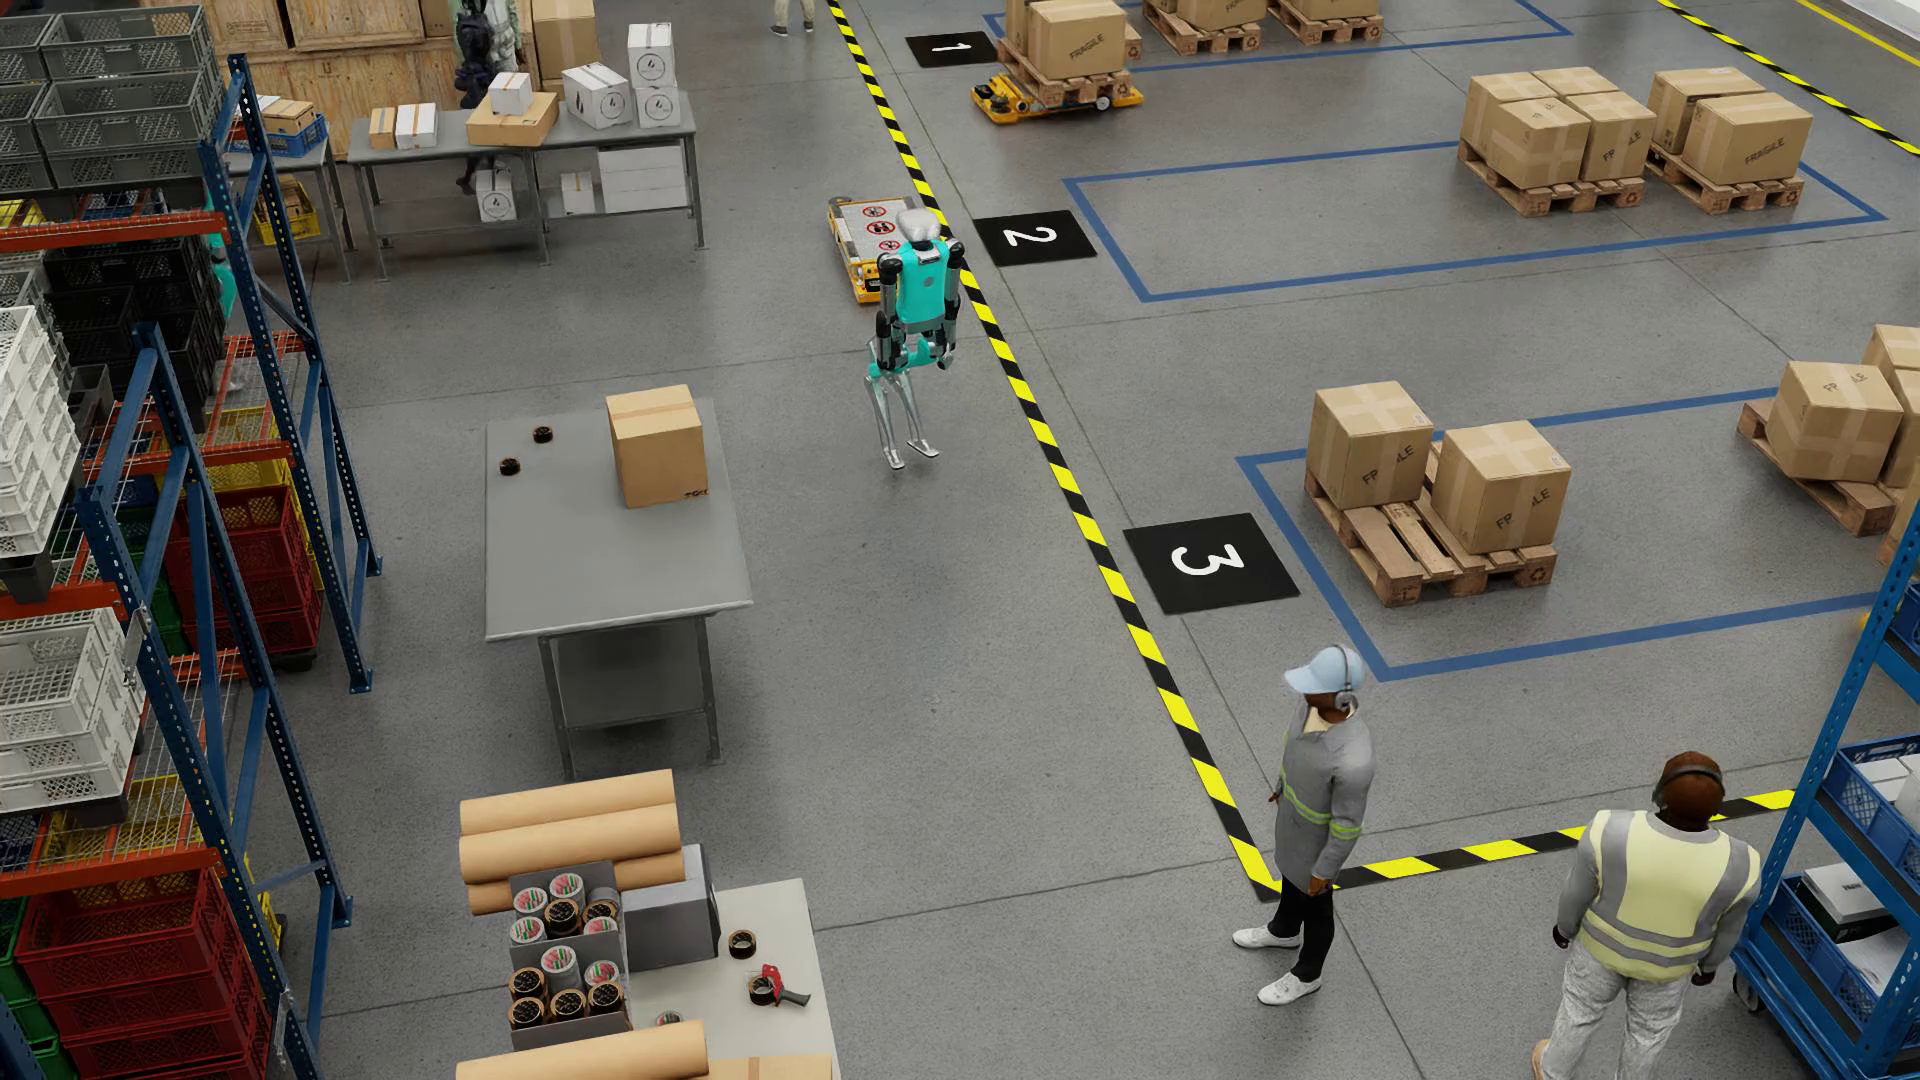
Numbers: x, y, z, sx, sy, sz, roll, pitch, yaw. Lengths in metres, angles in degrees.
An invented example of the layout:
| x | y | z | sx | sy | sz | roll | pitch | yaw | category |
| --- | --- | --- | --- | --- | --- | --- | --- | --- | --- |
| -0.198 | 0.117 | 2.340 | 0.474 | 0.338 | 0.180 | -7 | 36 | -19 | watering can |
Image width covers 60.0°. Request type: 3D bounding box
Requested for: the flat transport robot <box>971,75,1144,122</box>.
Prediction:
| x | y | z | sx | sy | sz | roll | pitch | yaw | category |
| --- | --- | --- | --- | --- | --- | --- | --- | --- | --- |
| 0.875 | -4.056 | 14.982 | 1.431 | 0.197 | 0.652 | -11 | 38 | -15 | flat transport robot |

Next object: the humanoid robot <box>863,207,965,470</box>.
| x | y | z | sx | sy | sz | roll | pitch | yaw | category |
| --- | --- | --- | --- | --- | --- | --- | --- | --- | --- |
| -0.344 | -1.243 | 9.886 | 0.533 | 1.672 | 0.735 | -19 | 41 | -23 | humanoid robot |

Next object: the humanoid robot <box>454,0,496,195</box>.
| x | y | z | sx | sy | sz | roll | pitch | yaw | category |
| --- | --- | --- | --- | --- | --- | --- | --- | --- | --- |
| -3.869 | -3.571 | 13.177 | 0.465 | 1.647 | 0.603 | 2 | 37 | 2 | humanoid robot |

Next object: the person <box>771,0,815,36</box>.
| x | y | z | sx | sy | sz | roll | pitch | yaw | category |
| --- | --- | --- | --- | --- | --- | --- | --- | --- | --- |
| -1.651 | -5.768 | 16.047 | 0.571 | 1.769 | 0.397 | -16 | 39 | -20 | person |

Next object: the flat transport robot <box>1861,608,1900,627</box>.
| x | y | z | sx | sy | sz | roll | pitch | yaw | category |
| --- | --- | --- | --- | --- | --- | --- | --- | --- | --- |
| 5.677 | 0.477 | 8.889 | 1.431 | 0.197 | 0.652 | -8 | 37 | -10 | flat transport robot |

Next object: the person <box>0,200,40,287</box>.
| x | y | z | sx | sy | sz | roll | pitch | yaw | category |
| --- | --- | --- | --- | --- | --- | --- | --- | --- | --- |
| -5.354 | -1.195 | 9.848 | 0.404 | 1.833 | 0.589 | 26 | 44 | 31 | person |

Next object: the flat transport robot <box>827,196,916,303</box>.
| x | y | z | sx | sy | sz | roll | pitch | yaw | category |
| --- | --- | --- | --- | --- | --- | --- | --- | --- | --- |
| -0.570 | -2.220 | 12.538 | 0.659 | 0.231 | 1.431 | -8 | 37 | -10 | flat transport robot |

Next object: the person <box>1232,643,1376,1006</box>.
| x | y | z | sx | sy | sz | roll | pitch | yaw | category |
| --- | --- | --- | --- | --- | --- | --- | --- | --- | --- |
| 1.395 | 1.139 | 6.697 | 0.371 | 1.853 | 0.588 | -6 | 37 | -8 | person |

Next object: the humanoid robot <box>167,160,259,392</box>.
| x | y | z | sx | sy | sz | roll | pitch | yaw | category |
| --- | --- | --- | --- | --- | --- | --- | --- | --- | --- |
| -4.875 | -1.635 | 10.592 | 0.733 | 1.868 | 0.533 | 0 | 37 | 0 | humanoid robot |

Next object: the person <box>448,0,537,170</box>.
| x | y | z | sx | sy | sz | roll | pitch | yaw | category |
| --- | --- | --- | --- | --- | --- | --- | --- | --- | --- |
| -3.794 | -3.962 | 13.483 | 0.413 | 1.939 | 0.612 | 28 | 45 | 33 | person |

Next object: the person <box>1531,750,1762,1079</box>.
| x | y | z | sx | sy | sz | roll | pitch | yaw | category |
| --- | --- | --- | --- | --- | --- | --- | --- | --- | --- |
| 2.538 | 1.495 | 6.225 | 0.626 | 1.845 | 0.429 | 12 | 38 | 15 | person |
